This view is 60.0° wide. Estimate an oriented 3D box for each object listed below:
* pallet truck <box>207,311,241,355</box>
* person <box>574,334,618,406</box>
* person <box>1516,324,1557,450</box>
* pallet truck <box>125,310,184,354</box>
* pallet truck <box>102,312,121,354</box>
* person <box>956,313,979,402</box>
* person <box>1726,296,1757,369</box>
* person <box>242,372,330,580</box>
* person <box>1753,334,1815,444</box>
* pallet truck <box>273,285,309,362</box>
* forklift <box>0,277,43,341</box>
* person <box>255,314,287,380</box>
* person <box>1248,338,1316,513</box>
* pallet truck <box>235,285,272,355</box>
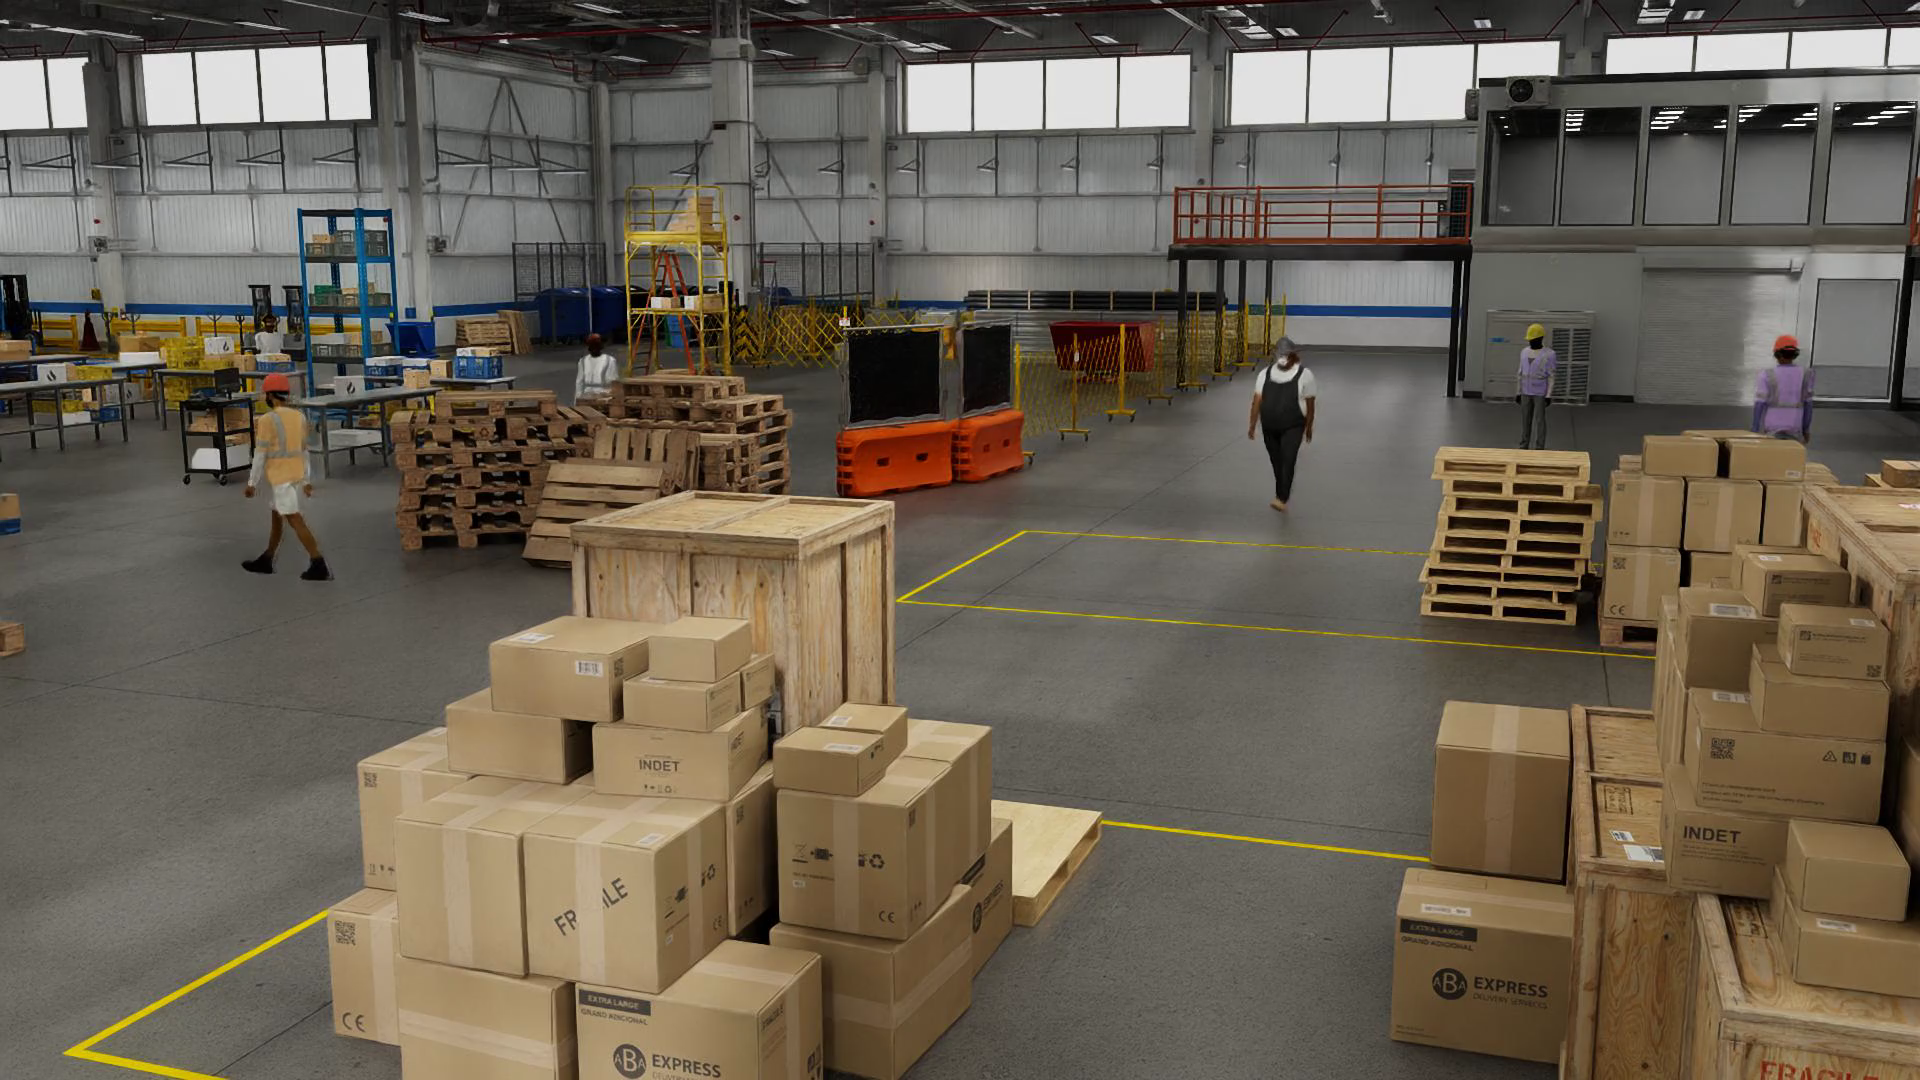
[{"bbox_3d":[-19.537,-5.575,44.913,0.653,1.274,1.630,3,11,19],"label":"pallet truck"},{"bbox_3d":[-4.944,-1.859,22.492,0.593,1.824,1.000,4,11,21],"label":"person"},{"bbox_3d":[8.151,-2.101,23.619,0.383,1.918,0.584,-7,12,-34],"label":"person"},{"bbox_3d":[-22.038,-5.665,45.457,0.704,1.261,1.522,3,11,17],"label":"pallet truck"},{"bbox_3d":[-23.057,-5.777,46.261,0.680,1.201,1.601,3,11,19],"label":"pallet truck"},{"bbox_3d":[0.120,-3.533,32.211,0.544,1.724,0.471,-7,12,-35],"label":"person"},{"bbox_3d":[19.002,-5.020,40.190,0.647,1.869,0.958,-7,13,-36],"label":"person"},{"bbox_3d":[-6.165,-0.577,15.134,0.996,1.890,0.546,2,10,13],"label":"person"},{"bbox_3d":[9.247,-1.294,18.720,0.610,2.042,0.390,1,10,5],"label":"person"},{"bbox_3d":[-17.147,-5.700,43.663,0.823,1.965,1.885,3,11,17],"label":"pallet truck"},{"bbox_3d":[-27.151,-6.329,46.328,1.157,1.987,2.680,3,11,17],"label":"forklift"},{"bbox_3d":[-11.708,-2.912,28.320,0.324,1.871,0.526,8,13,39],"label":"person"},{"bbox_3d":[3.675,-1.359,19.093,0.701,2.000,1.029,6,12,32],"label":"person"},{"bbox_3d":[-18.327,-5.835,44.421,0.823,1.965,1.885,4,11,23],"label":"pallet truck"}]
